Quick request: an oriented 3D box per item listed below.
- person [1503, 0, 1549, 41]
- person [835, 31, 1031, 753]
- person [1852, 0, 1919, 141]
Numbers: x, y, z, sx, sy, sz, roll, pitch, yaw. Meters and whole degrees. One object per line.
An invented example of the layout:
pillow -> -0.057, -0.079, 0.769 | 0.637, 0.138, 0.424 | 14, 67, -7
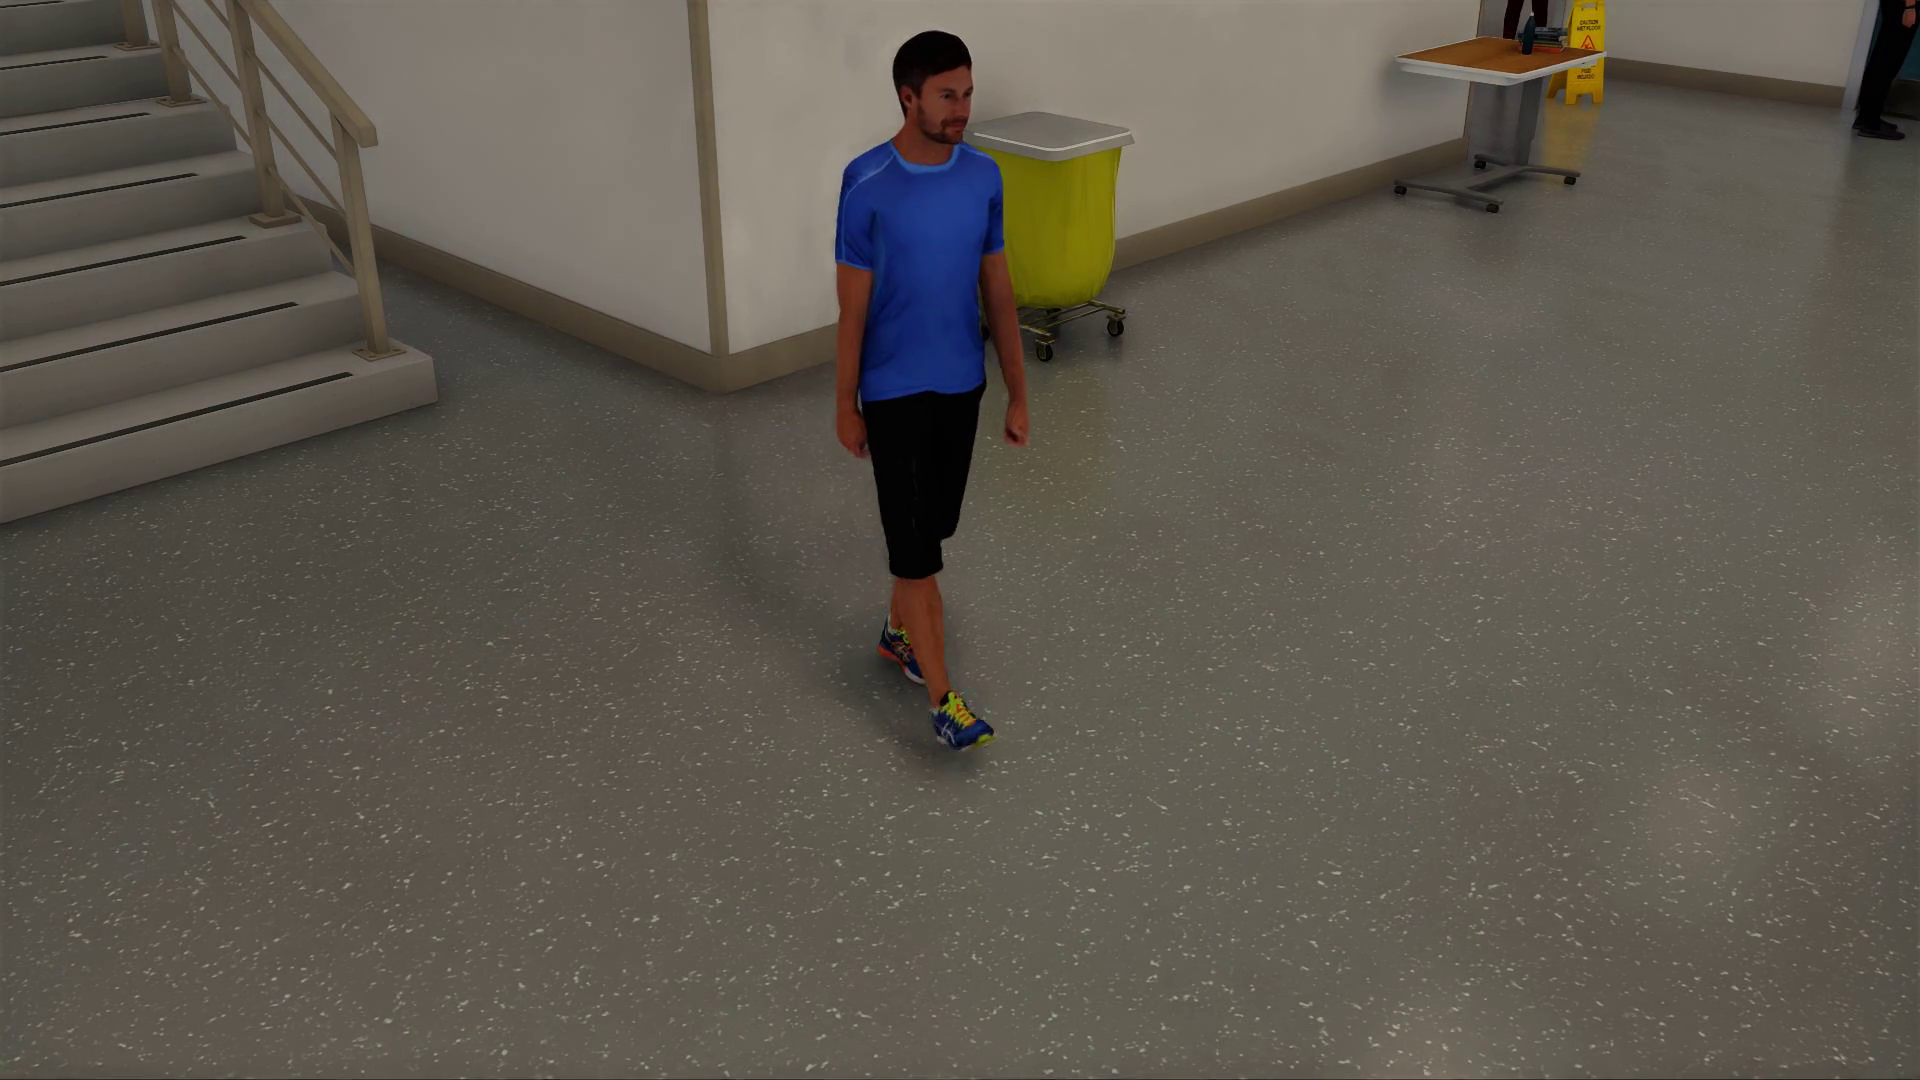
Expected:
person -> 4.633, -4.666, 13.445 | 0.550, 1.711, 0.703 | 13, 29, 25
person -> -0.140, -0.416, 4.485 | 0.786, 1.838, 1.082 | -14, 29, -27
person -> 6.400, -3.656, 11.299 | 0.690, 1.755, 0.694 | 9, 27, 18
